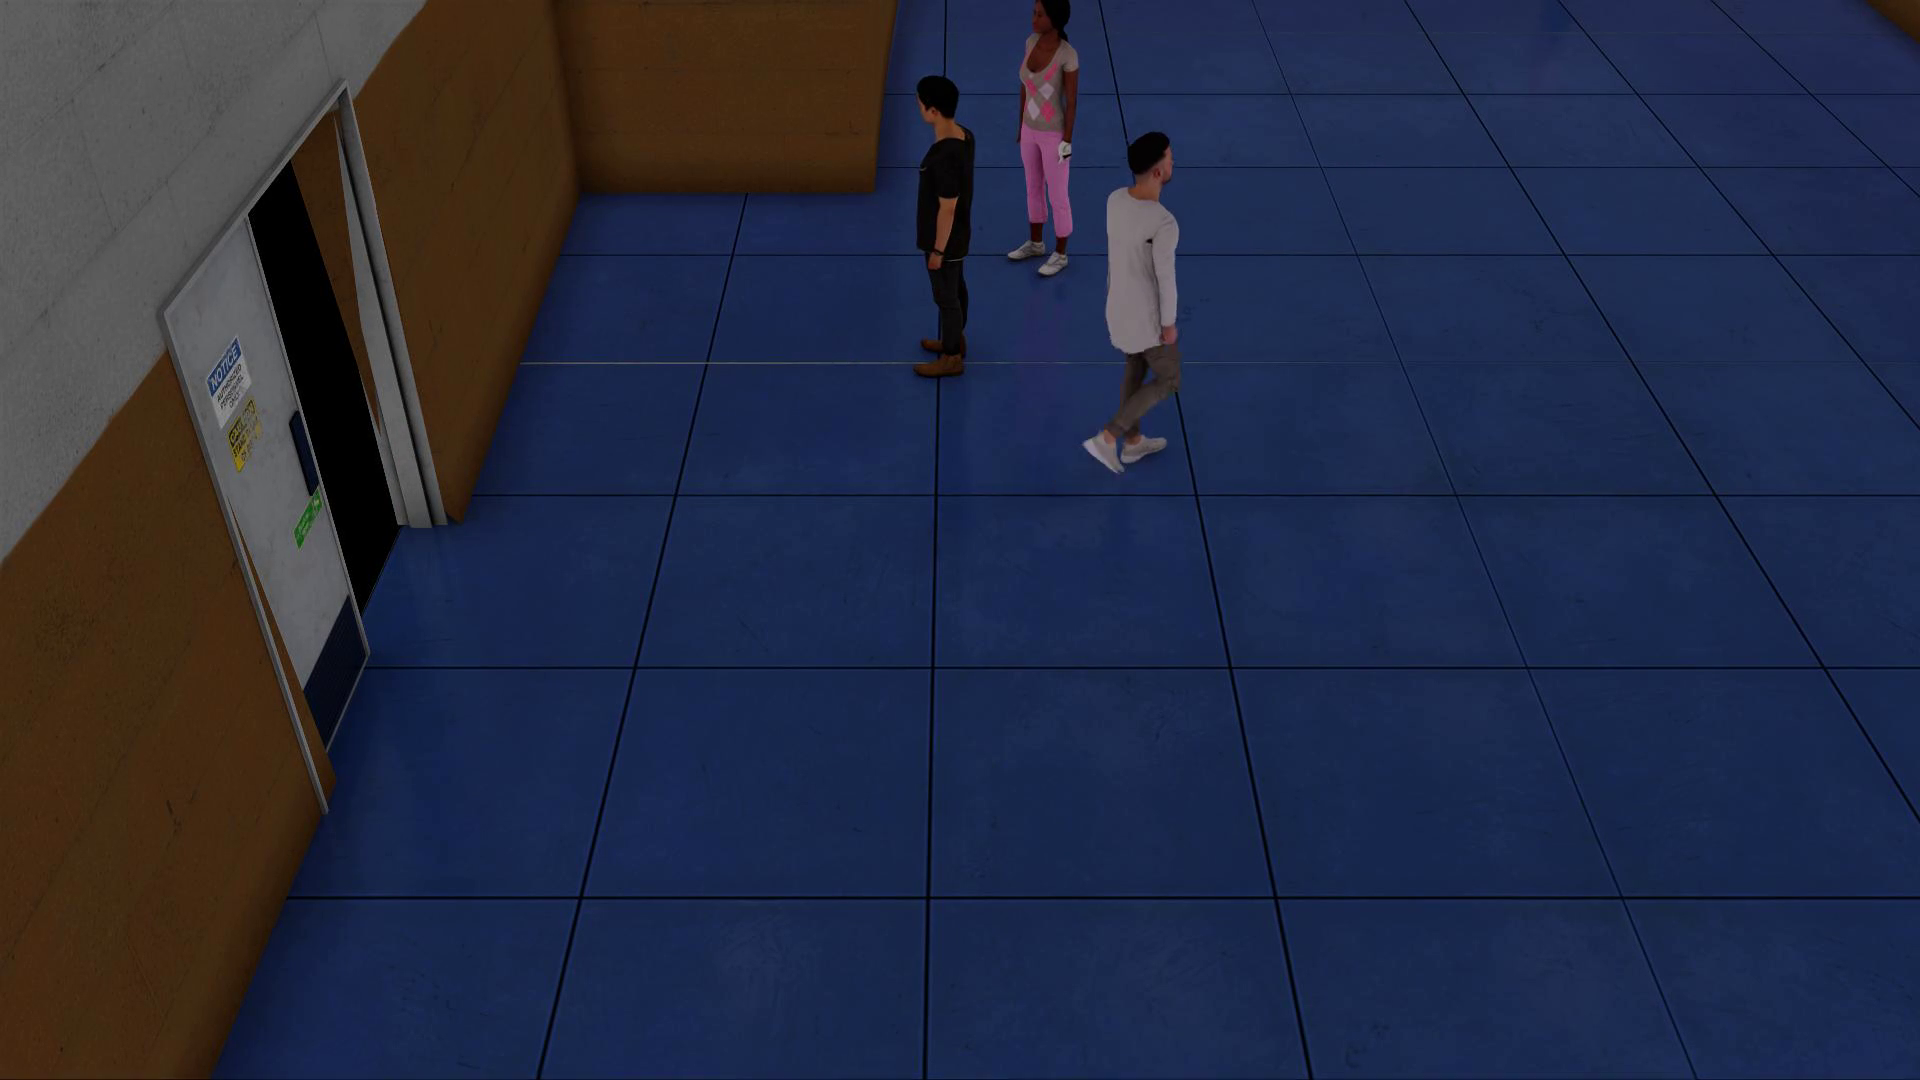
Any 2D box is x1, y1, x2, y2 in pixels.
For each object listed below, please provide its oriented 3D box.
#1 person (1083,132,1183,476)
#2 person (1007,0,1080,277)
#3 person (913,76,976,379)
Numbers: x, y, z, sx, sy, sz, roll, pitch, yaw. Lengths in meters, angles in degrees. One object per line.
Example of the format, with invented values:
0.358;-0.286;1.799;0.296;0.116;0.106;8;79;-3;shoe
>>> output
0.838;-1.108;8.160;0.976;1.832;0.887;-18;41;-23;person
0.526;-2.441;10.012;0.699;1.741;0.656;-27;45;-31;person
-0.069;-1.697;9.047;0.598;1.711;0.655;6;37;8;person
